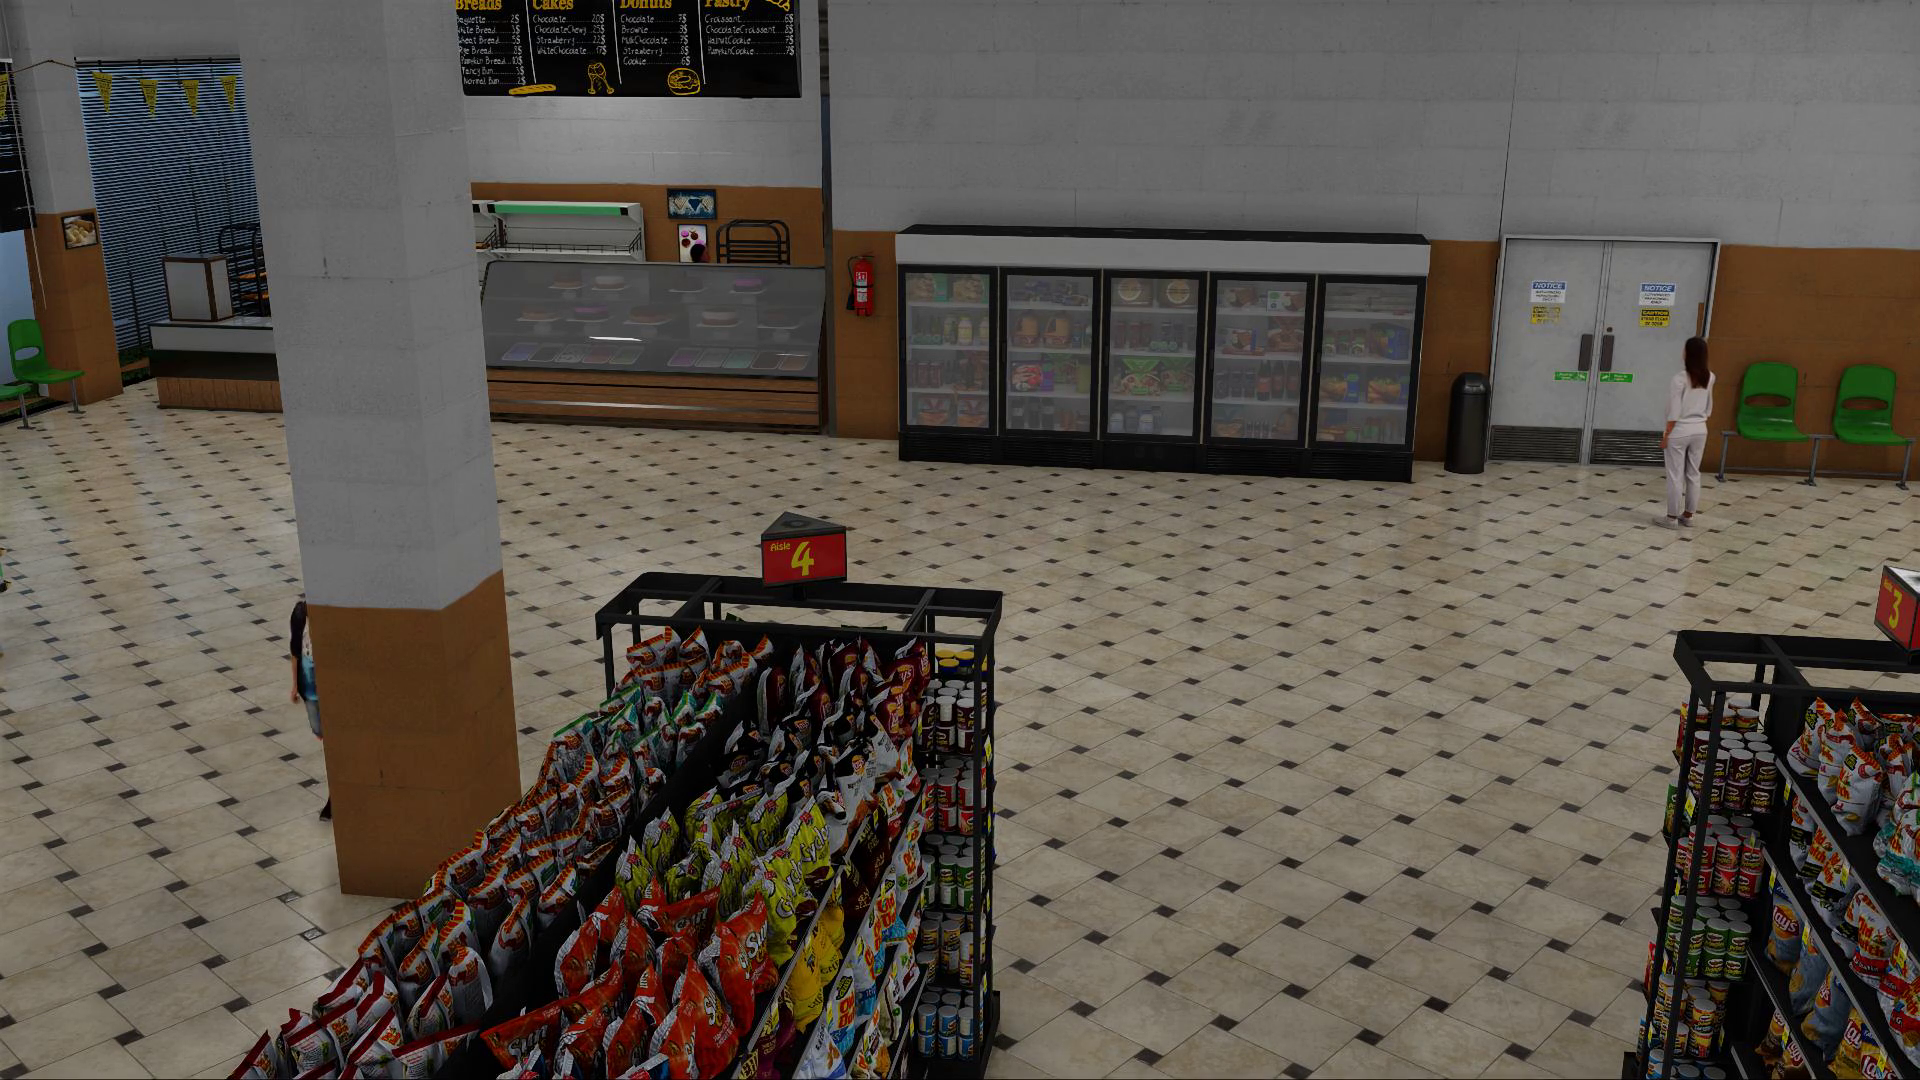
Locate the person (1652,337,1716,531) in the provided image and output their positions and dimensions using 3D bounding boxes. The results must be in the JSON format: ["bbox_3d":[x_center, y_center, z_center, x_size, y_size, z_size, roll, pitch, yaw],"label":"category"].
[{"bbox_3d":[6.345,-0.936,14.537,0.683,1.688,0.687,-6,18,-19],"label":"person"}]
